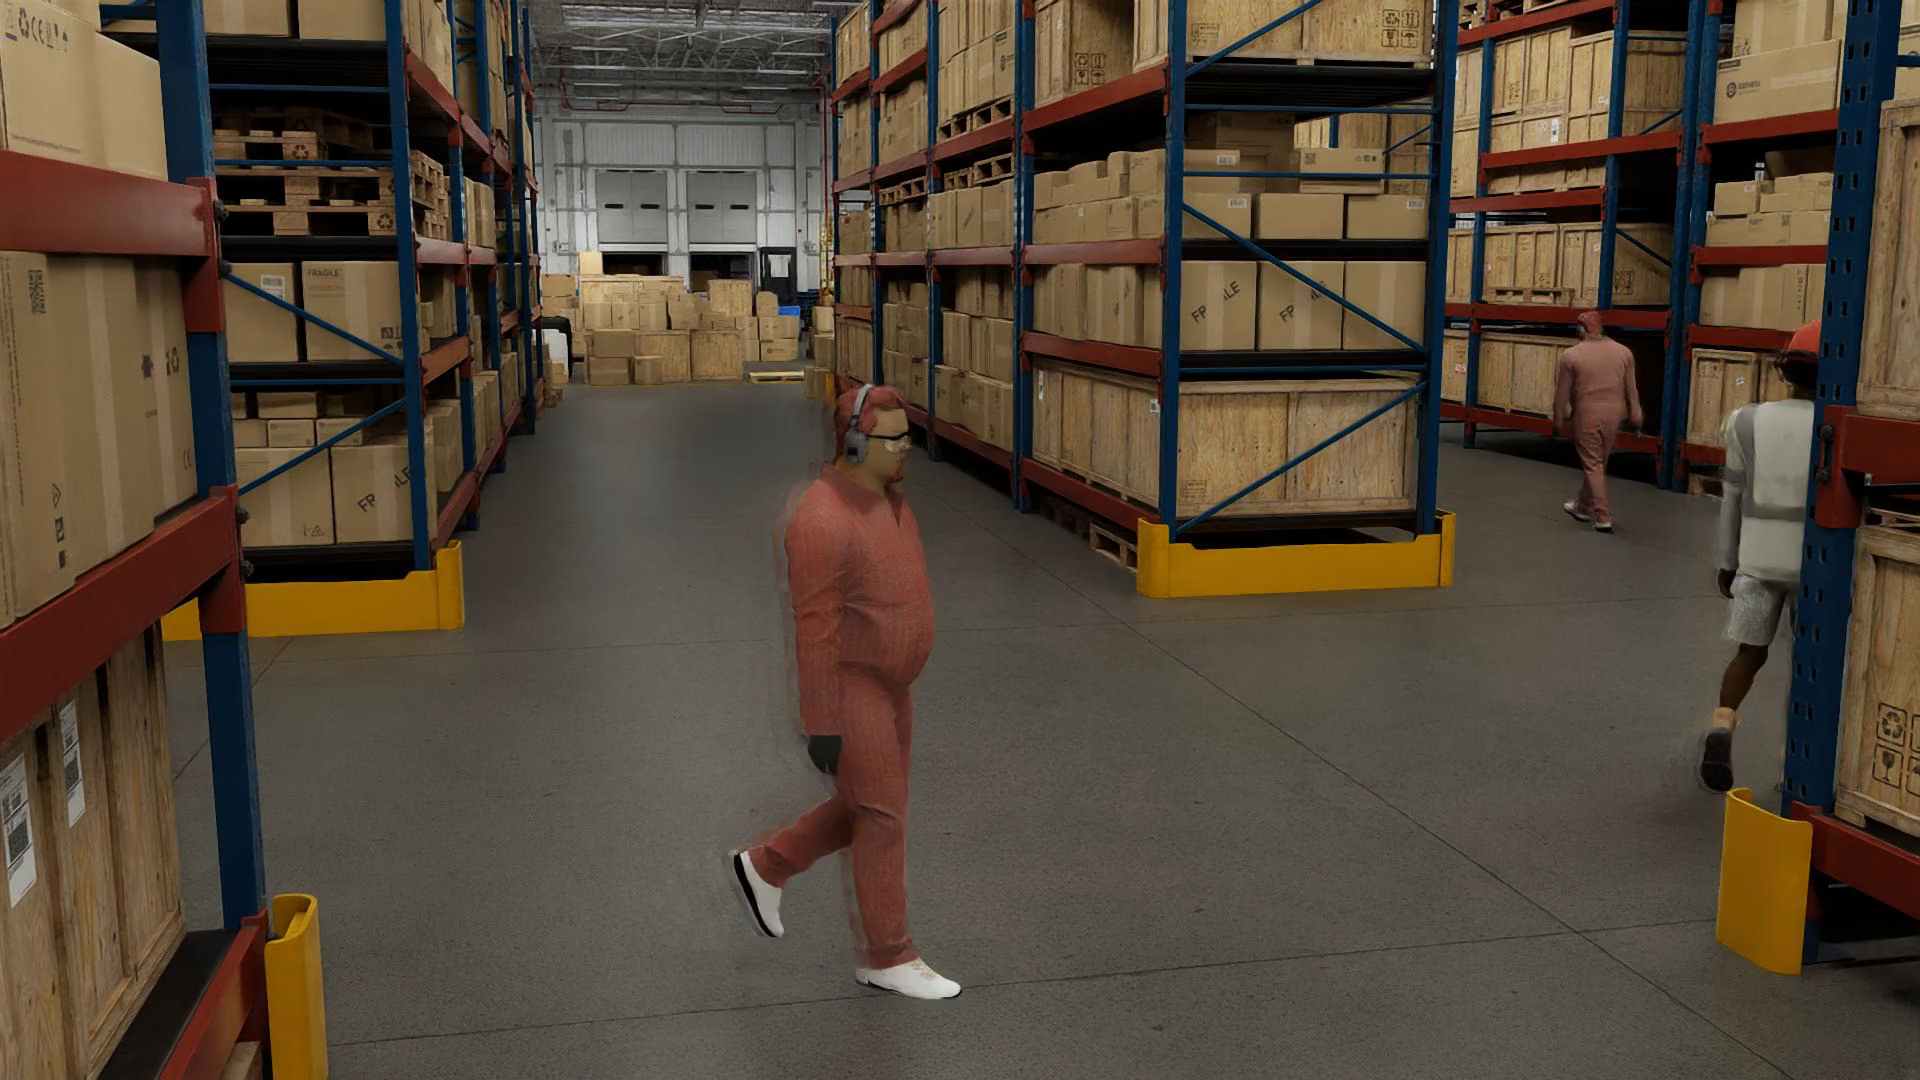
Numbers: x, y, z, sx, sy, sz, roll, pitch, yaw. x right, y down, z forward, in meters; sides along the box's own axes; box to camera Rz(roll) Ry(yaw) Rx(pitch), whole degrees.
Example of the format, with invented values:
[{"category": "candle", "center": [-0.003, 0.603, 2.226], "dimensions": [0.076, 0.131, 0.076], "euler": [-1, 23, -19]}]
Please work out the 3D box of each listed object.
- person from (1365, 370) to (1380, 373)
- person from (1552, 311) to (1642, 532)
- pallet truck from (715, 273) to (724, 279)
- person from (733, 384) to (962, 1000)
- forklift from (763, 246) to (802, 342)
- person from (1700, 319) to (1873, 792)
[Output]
[{"category": "person", "center": [3.565, -1.111, 15.210], "dimensions": [0.550, 1.683, 0.417], "euler": [0, 9, 3]}, {"category": "person", "center": [5.400, -1.019, 14.194], "dimensions": [0.686, 1.843, 0.990], "euler": [-1, 9, -7]}, {"category": "pallet truck", "center": [-8.580, -8.986, 62.280], "dimensions": [1.885, 1.965, 0.823], "euler": [1, 9, 5]}, {"category": "person", "center": [-0.363, 0.458, 5.078], "dimensions": [0.724, 1.884, 0.639], "euler": [3, 10, 17]}, {"category": "forklift", "center": [-5.328, -7.287, 49.237], "dimensions": [1.129, 2.768, 1.873], "euler": [-2, 10, -12]}, {"category": "person", "center": [3.397, 0.098, 6.865], "dimensions": [0.618, 2.014, 0.786], "euler": [9, 13, 44]}]
